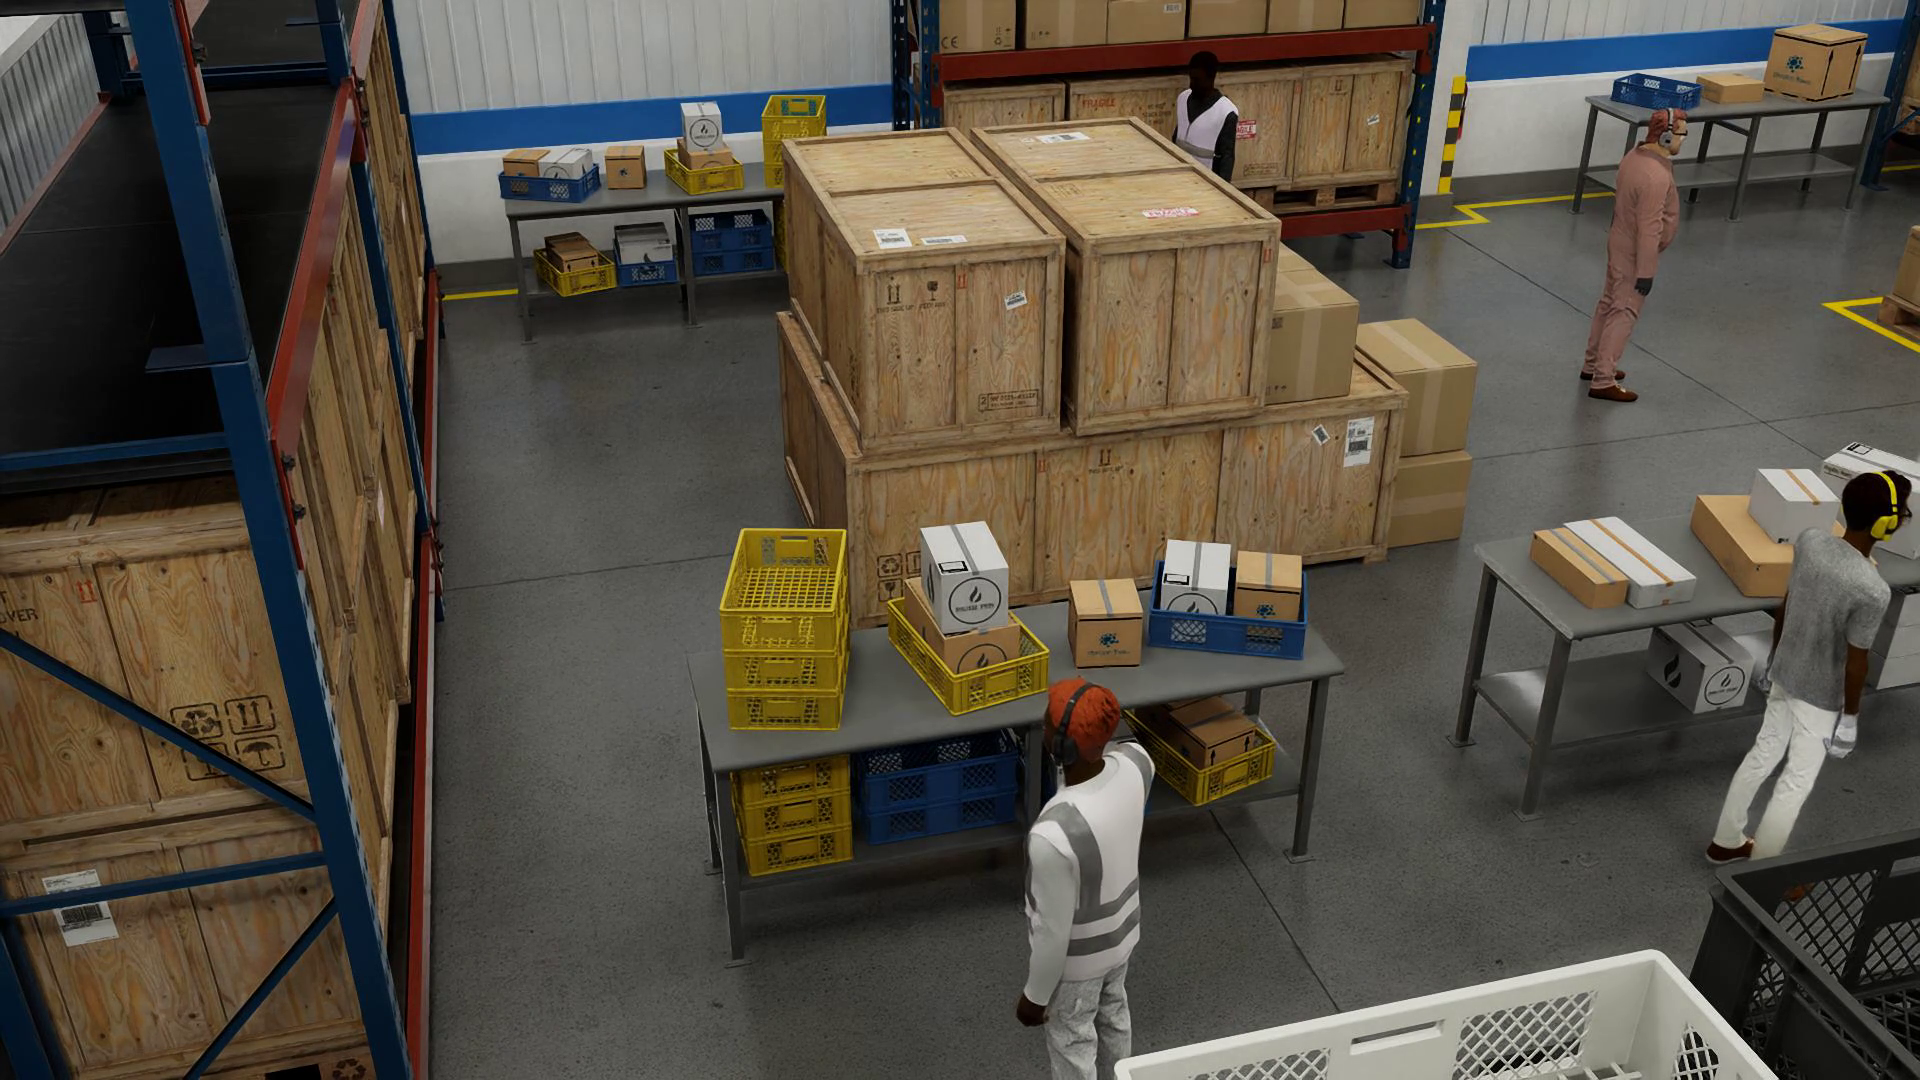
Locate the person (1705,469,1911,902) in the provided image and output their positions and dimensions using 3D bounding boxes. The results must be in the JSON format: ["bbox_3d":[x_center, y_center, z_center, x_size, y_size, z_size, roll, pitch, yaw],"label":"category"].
[{"bbox_3d":[3.281,0.578,6.411,0.319,1.858,0.515,-4,29,-8],"label":"person"}]

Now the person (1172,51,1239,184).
[{"bbox_3d":[1.744,-2.595,12.107,0.392,1.917,0.588,-19,34,-31],"label":"person"}]

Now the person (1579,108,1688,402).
[{"bbox_3d":[4.391,-1.838,10.751,0.401,1.900,0.639,4,29,7],"label":"person"}]

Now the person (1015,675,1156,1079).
[{"bbox_3d":[0.368,1.241,5.177,0.359,1.883,0.573,18,34,30],"label":"person"}]
